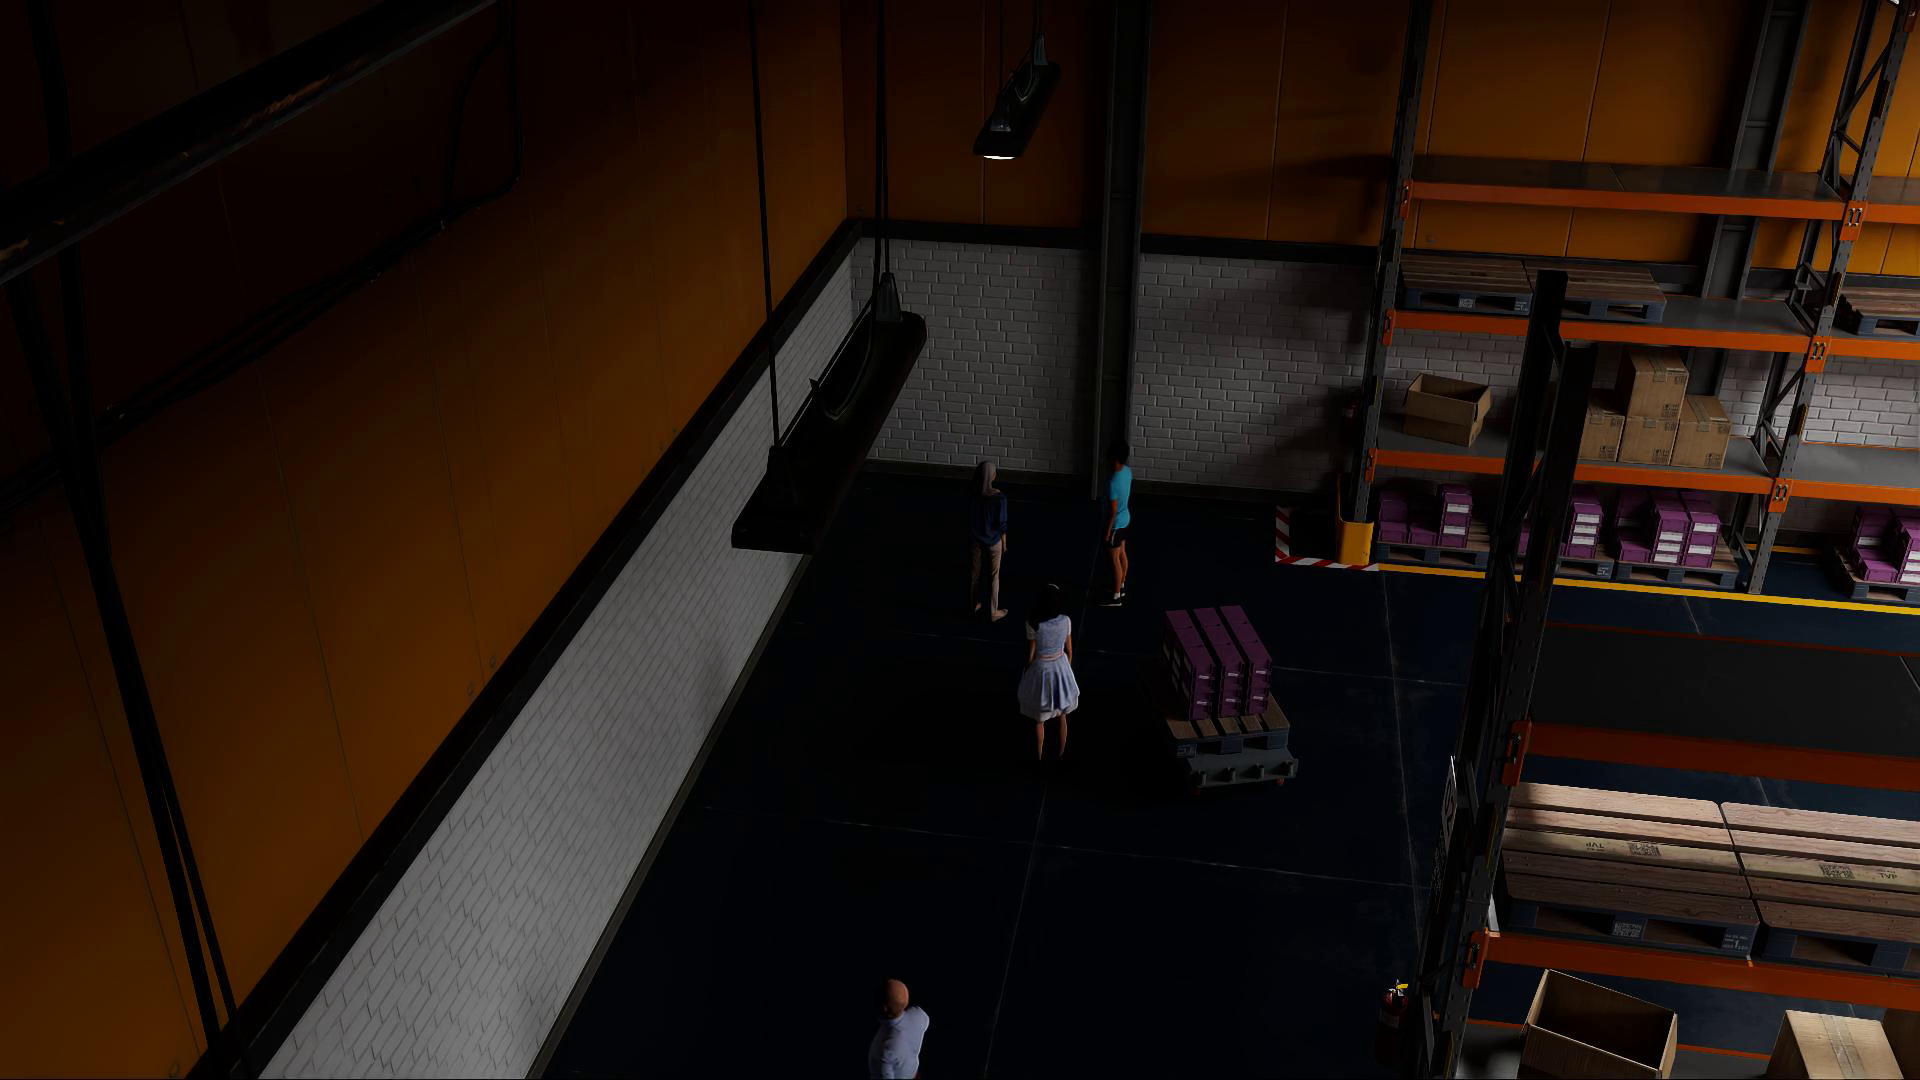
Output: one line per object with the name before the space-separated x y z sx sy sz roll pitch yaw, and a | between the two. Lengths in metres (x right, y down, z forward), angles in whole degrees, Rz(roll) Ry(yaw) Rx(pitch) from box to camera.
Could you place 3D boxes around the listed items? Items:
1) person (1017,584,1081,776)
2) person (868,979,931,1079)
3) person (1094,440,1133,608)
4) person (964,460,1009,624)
person | 0.742 1.173 13.957 0.784 1.818 0.867 -5 29 -10
person | -0.380 3.341 10.011 0.671 1.791 0.706 14 32 24
person | 1.551 -0.172 16.467 0.587 1.776 0.652 11 30 19
person | 0.241 -0.002 16.237 0.598 1.697 0.738 14 31 23
